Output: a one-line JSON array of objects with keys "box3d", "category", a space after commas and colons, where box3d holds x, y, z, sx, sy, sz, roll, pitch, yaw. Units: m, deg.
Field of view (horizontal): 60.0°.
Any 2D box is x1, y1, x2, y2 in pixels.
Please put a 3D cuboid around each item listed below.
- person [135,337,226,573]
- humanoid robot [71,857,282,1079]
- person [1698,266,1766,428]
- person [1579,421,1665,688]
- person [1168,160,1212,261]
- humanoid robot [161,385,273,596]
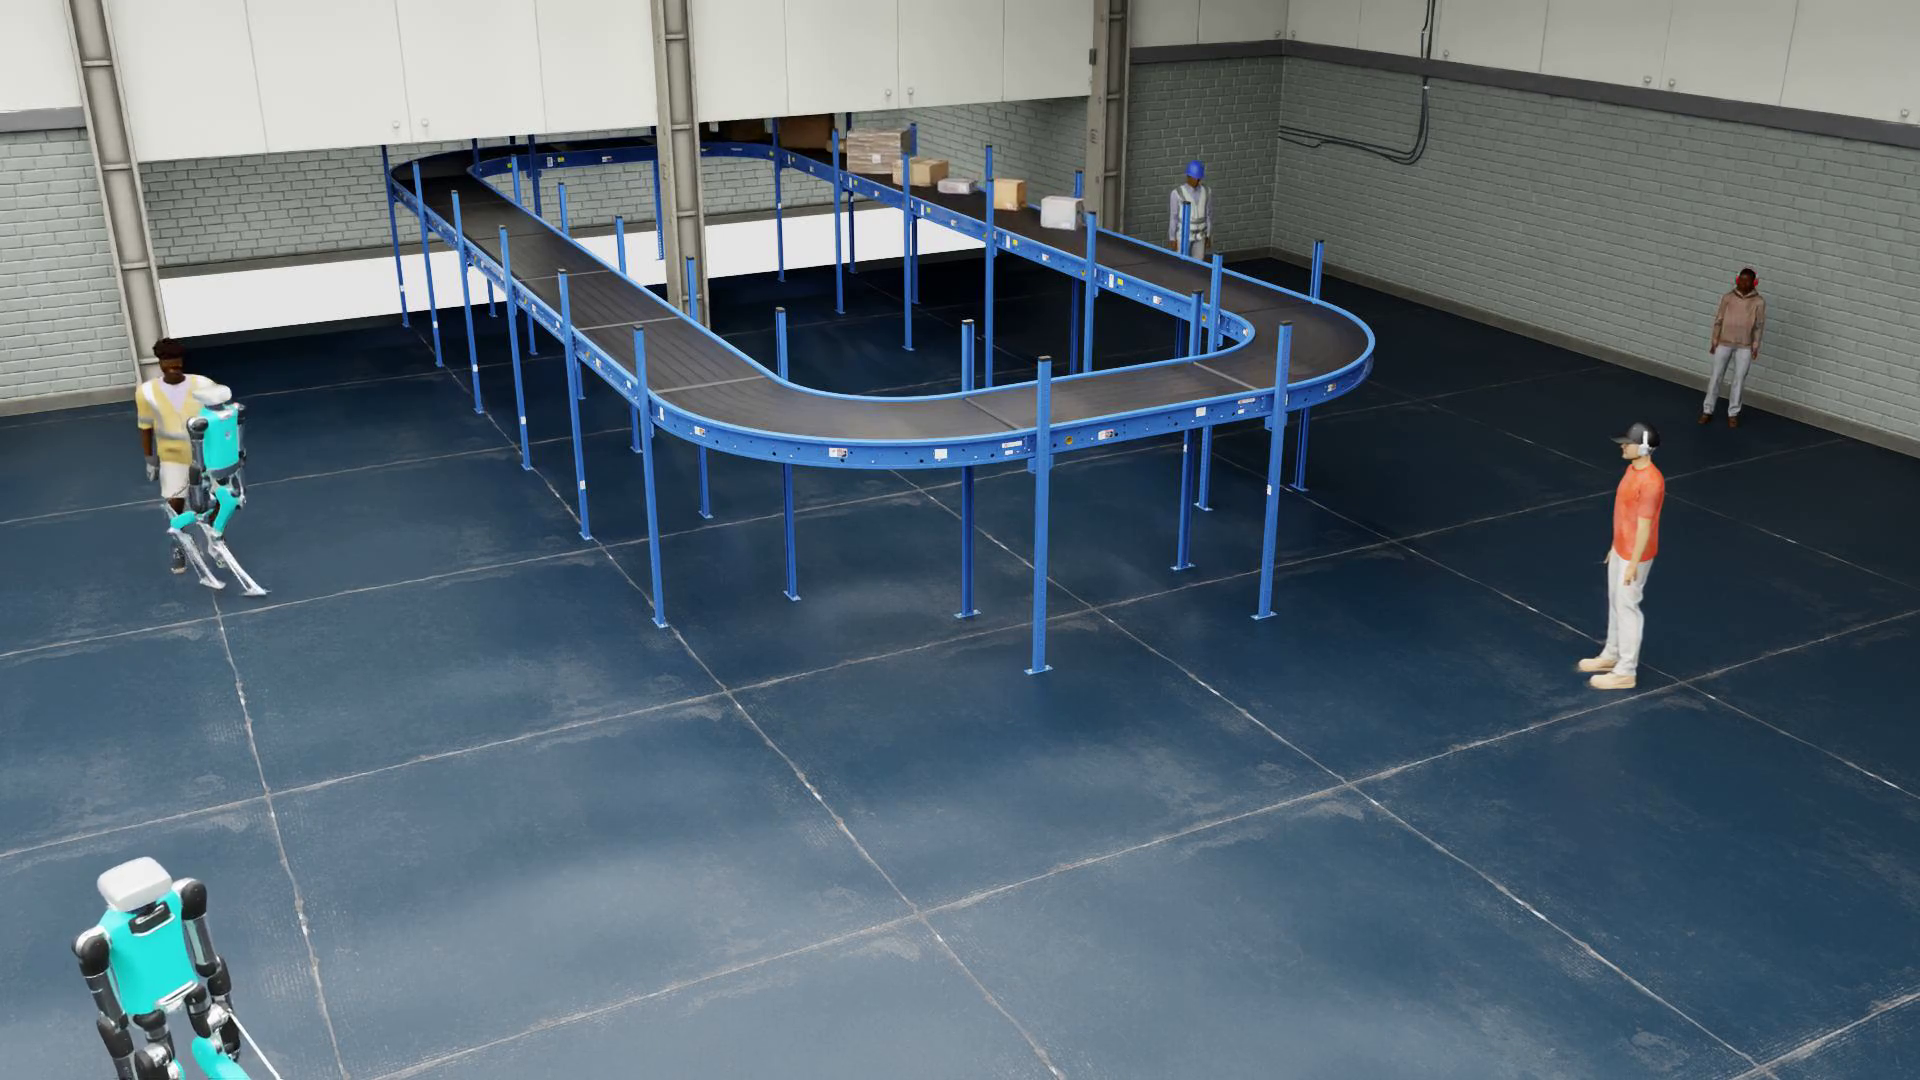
[{"box3d": [-6.190, -0.676, 13.317, 0.619, 1.956, 0.399, -11, 25, -26], "category": "person"}, {"box3d": [-3.035, 2.125, 6.673, 0.901, 1.771, 0.543, 14, 26, 30], "category": "humanoid robot"}, {"box3d": [7.871, -1.964, 16.881, 0.459, 1.651, 0.324, 12, 25, 28], "category": "person"}, {"box3d": [4.580, 0.095, 11.473, 0.414, 1.907, 0.477, 2, 22, 5], "category": "person"}, {"box3d": [2.942, -3.883, 21.264, 0.610, 1.934, 0.412, -10, 24, -23], "category": "person"}, {"box3d": [-5.804, -0.364, 12.786, 0.927, 1.729, 0.542, 8, 23, 19], "category": "humanoid robot"}]
